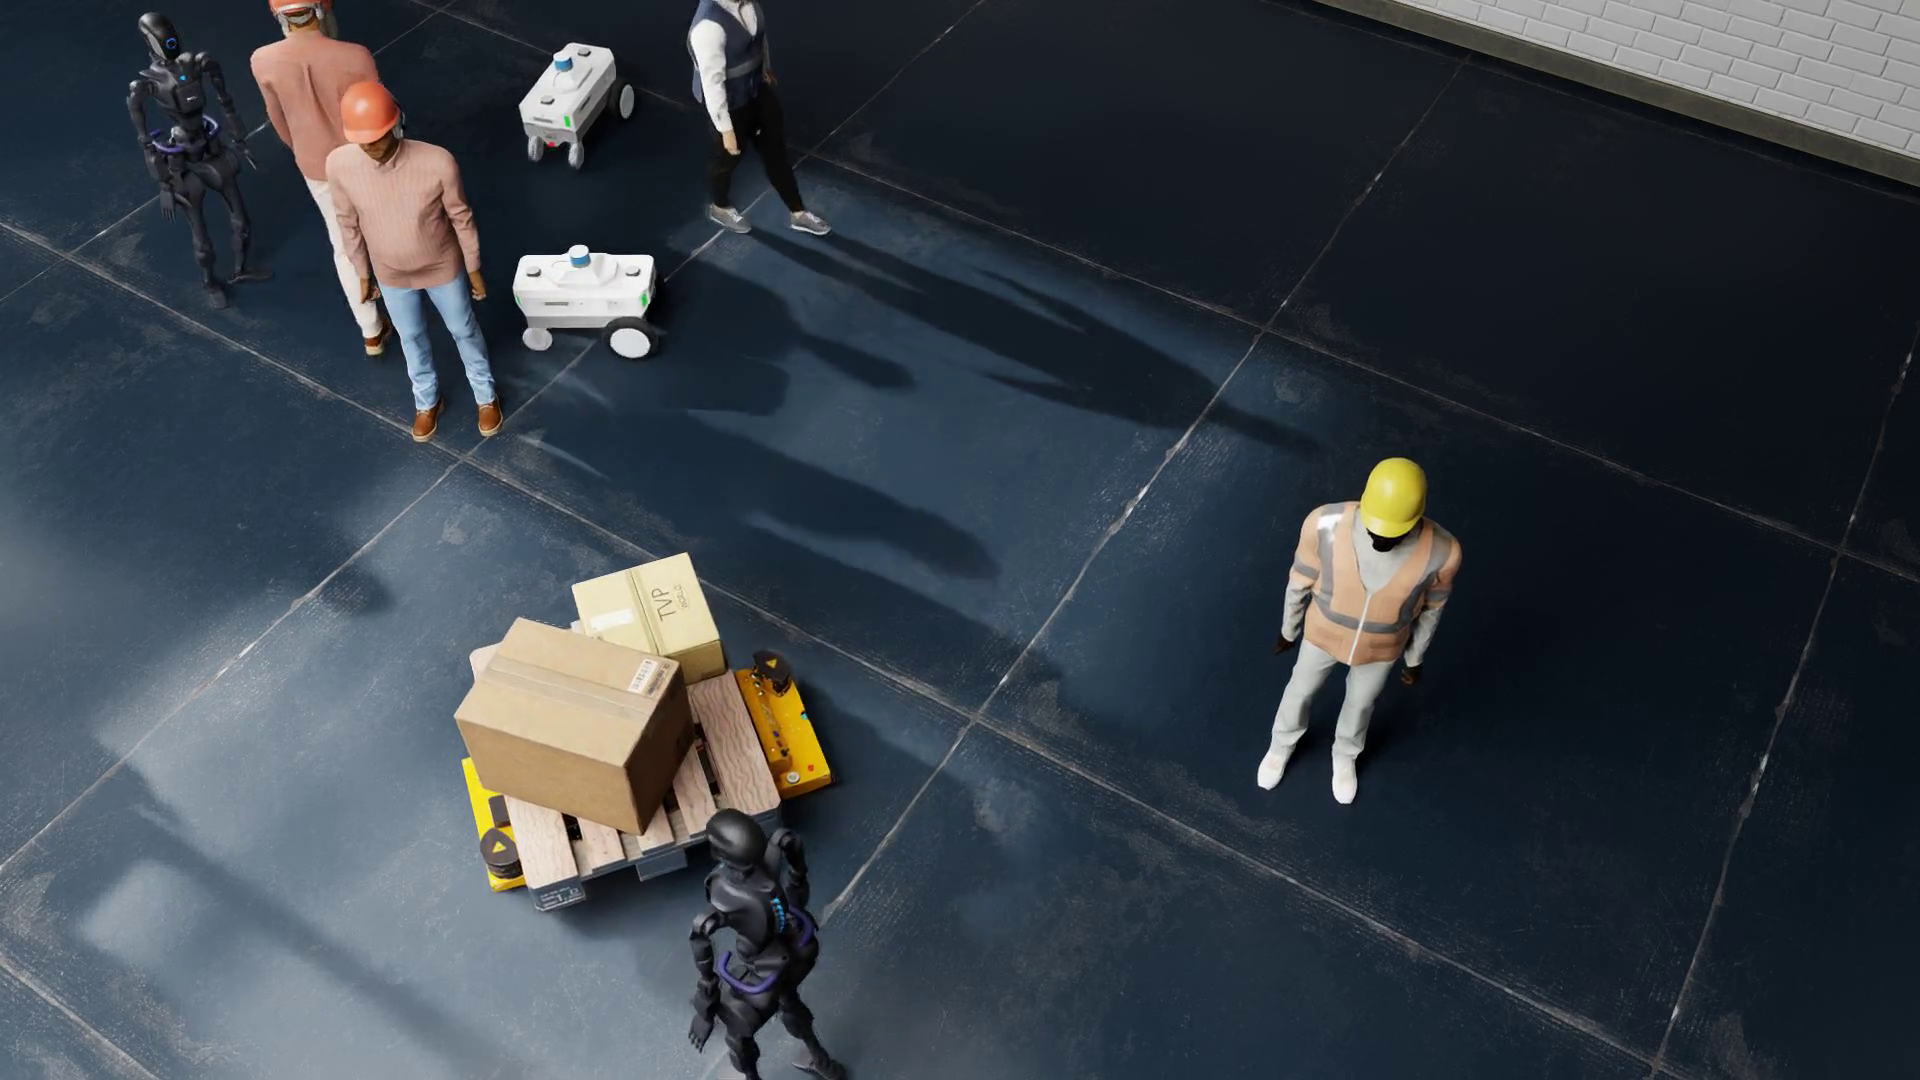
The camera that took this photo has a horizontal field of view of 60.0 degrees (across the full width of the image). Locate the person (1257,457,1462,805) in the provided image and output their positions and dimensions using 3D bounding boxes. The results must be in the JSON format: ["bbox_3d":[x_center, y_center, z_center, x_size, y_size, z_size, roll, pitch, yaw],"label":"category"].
[{"bbox_3d":[1.518,0.371,6.391,0.588,1.926,0.385,12,50,10],"label":"person"}]

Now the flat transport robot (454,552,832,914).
[{"bbox_3d":[-1.323,0.948,6.987,1.431,0.231,0.659,-17,51,-14],"label":"flat transport robot"}]

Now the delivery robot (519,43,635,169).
[{"bbox_3d":[-2.314,-2.643,9.945,0.499,0.608,0.793,12,50,10],"label":"delivery robot"}]

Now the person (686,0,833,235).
[{"bbox_3d":[-1.122,-2.334,8.886,0.731,1.726,0.753,24,53,20],"label":"person"}]

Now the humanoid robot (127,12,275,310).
[{"bbox_3d":[-3.941,-1.960,8.600,0.348,1.649,0.602,28,55,23],"label":"humanoid robot"}]

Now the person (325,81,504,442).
[{"bbox_3d":[-2.538,-1.274,7.784,0.608,1.995,0.380,-3,49,-3],"label":"person"}]

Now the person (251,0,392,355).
[{"bbox_3d":[-3.109,-1.929,8.406,0.612,1.931,1.021,-9,49,-8],"label":"person"}]

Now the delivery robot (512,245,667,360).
[{"bbox_3d":[-1.935,-1.282,8.757,0.813,0.612,0.499,0,49,0],"label":"delivery robot"}]

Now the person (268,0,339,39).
[{"bbox_3d":[-3.674,-3.022,9.340,0.379,1.961,0.604,-1,49,-1],"label":"person"}]

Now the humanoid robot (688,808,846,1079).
[{"bbox_3d":[-0.658,1.457,5.615,0.377,1.648,0.603,27,54,22],"label":"humanoid robot"}]
